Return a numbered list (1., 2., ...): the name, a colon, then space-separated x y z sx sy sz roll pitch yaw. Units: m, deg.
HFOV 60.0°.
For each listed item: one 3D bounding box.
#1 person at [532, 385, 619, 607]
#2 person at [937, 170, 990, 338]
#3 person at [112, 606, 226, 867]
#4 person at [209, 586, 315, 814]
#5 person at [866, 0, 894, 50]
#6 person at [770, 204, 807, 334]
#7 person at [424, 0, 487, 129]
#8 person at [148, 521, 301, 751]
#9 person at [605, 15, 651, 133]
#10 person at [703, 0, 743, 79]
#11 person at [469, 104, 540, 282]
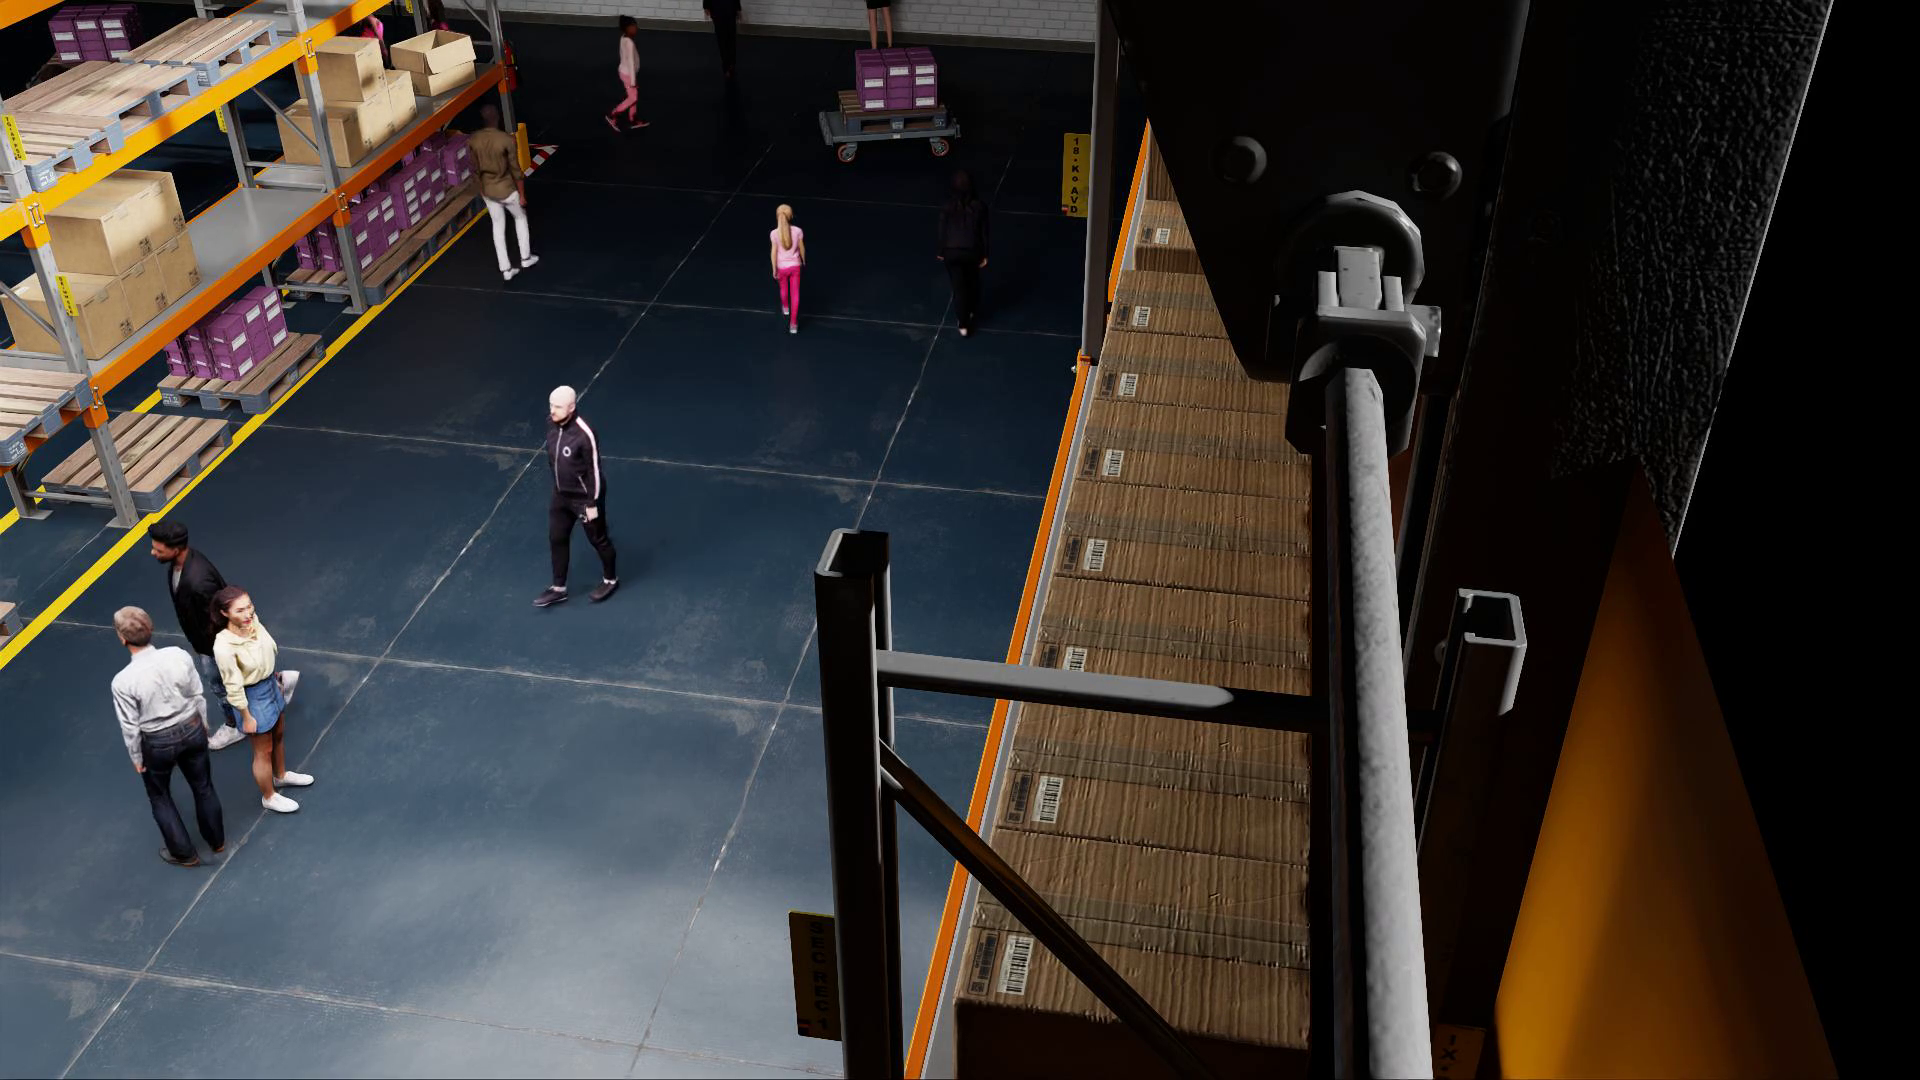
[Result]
1. person: -2.718 -0.362 12.212 0.940 1.814 1.033 25 41 32
2. person: 0.047 -2.705 15.938 0.785 1.592 0.907 -6 34 -8
3. person: -4.676 1.167 9.910 0.821 1.816 0.718 27 42 34
4. person: -4.386 0.972 10.372 0.726 1.631 0.508 2 34 3
5. person: -1.139 -7.586 23.091 0.671 1.802 0.704 -17 37 -23
6. person: -1.653 -2.616 16.115 0.619 1.247 0.904 -2 34 -3
7. person: -6.377 -5.985 20.827 1.045 1.643 0.943 -26 41 -33
8. person: -4.775 0.574 10.837 1.098 1.778 1.030 -21 39 -28
9. person: -4.203 -5.819 20.768 0.842 1.431 0.838 -11 35 -16
10. person: -3.203 -7.109 22.464 0.878 1.703 1.079 -6 34 -8
11. person: -4.708 -3.507 16.949 0.754 1.810 0.785 7 34 10
